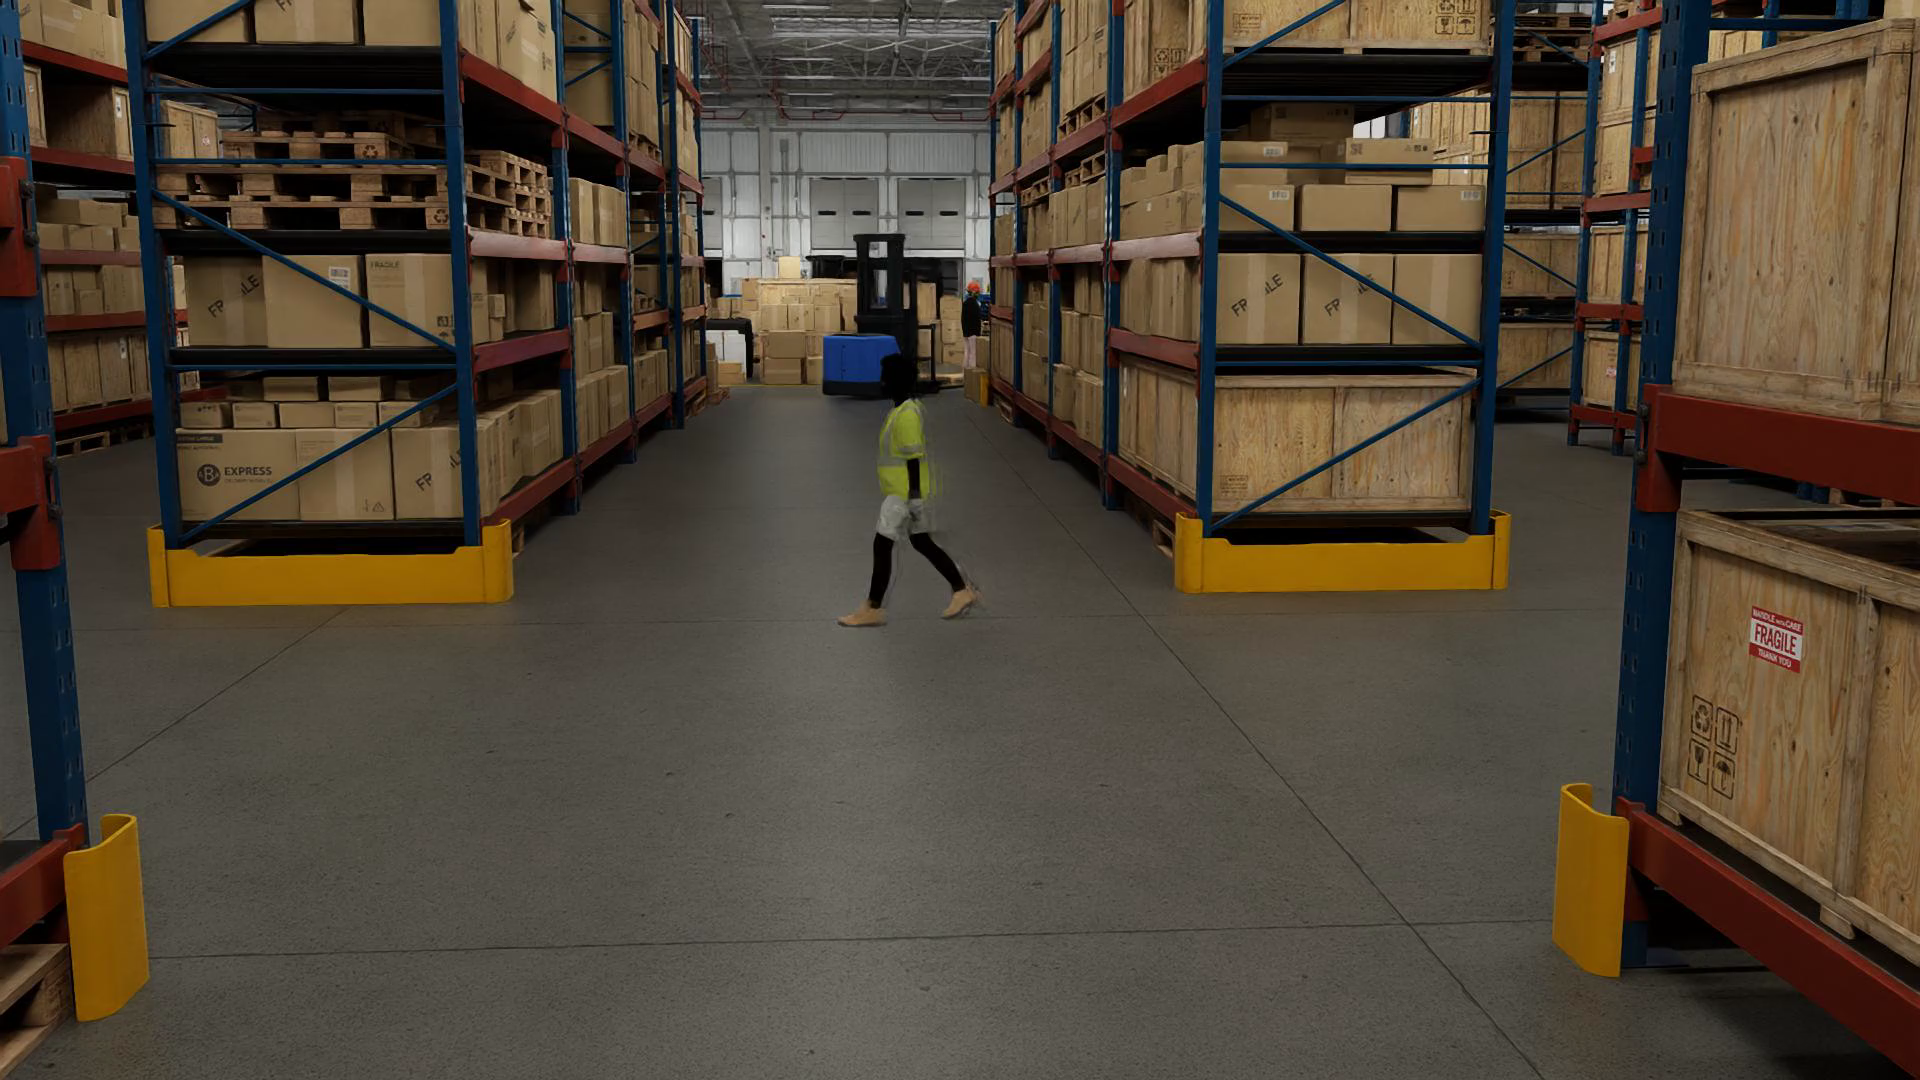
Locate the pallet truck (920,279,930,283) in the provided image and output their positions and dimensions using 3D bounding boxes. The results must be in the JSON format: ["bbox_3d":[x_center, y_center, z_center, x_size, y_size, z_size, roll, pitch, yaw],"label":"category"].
[{"bbox_3d":[-0.932,-8.922,63.114,1.885,1.965,0.823,2,9,13],"label":"pallet truck"}]

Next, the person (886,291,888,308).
[{"bbox_3d":[-2.505,-8.780,62.442,0.595,1.925,0.371,6,11,35],"label":"person"}]

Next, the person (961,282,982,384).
[{"bbox_3d":[0.242,-3.886,31.499,0.383,1.993,0.622,-4,10,-26],"label":"person"}]

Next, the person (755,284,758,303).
[{"bbox_3d":[-5.087,-5.737,43.378,0.644,1.915,0.636,-1,9,-7],"label":"person"}]

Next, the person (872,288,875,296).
[{"bbox_3d":[-2.059,-4.849,38.034,0.429,1.844,0.625,-4,10,-26],"label":"person"}]

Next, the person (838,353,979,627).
[{"bbox_3d":[-0.285,-0.302,10.053,0.853,1.663,0.539,-1,9,-5],"label":"person"}]

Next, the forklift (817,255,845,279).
[{"bbox_3d":[-4.557,-8.707,59.001,1.129,2.768,1.873,-5,10,-30],"label":"forklift"}]

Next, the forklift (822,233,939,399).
[{"bbox_3d":[-1.403,-3.890,28.755,1.129,2.768,1.873,8,12,40],"label":"forklift"}]
